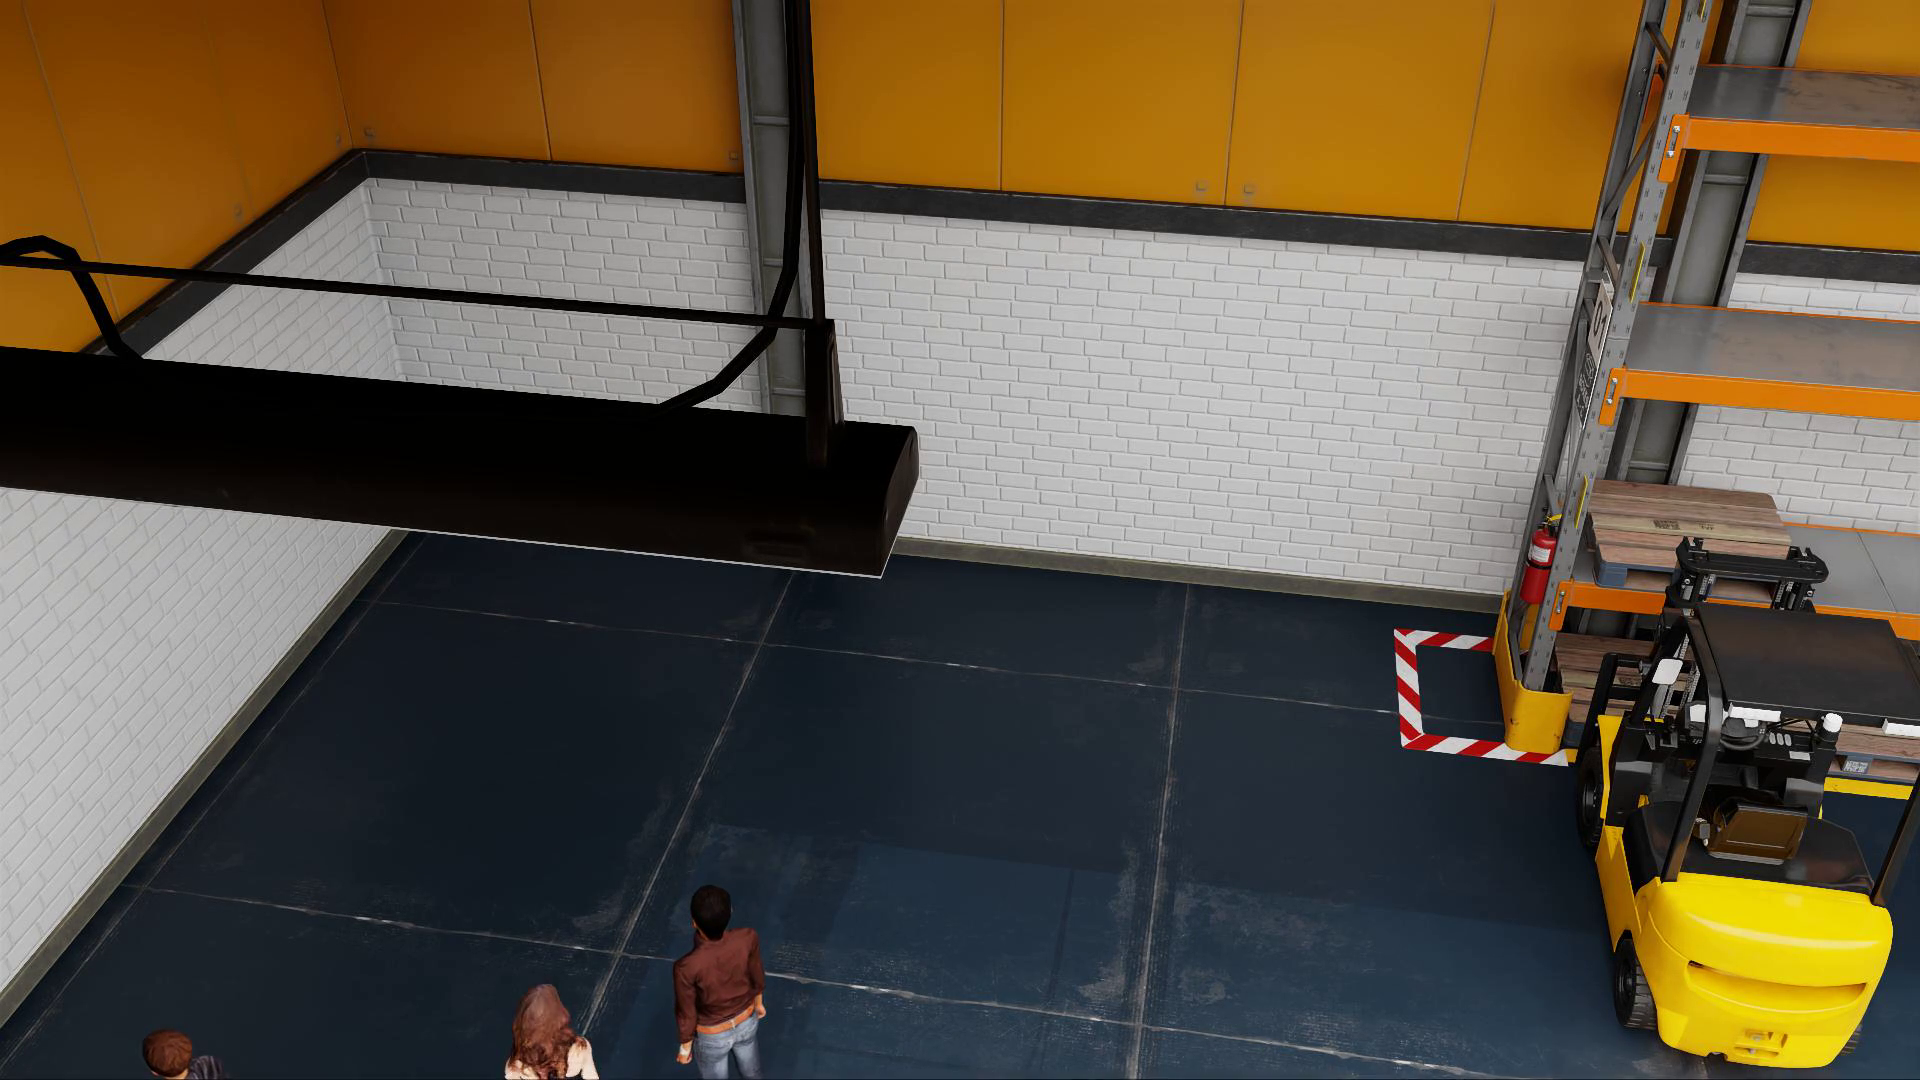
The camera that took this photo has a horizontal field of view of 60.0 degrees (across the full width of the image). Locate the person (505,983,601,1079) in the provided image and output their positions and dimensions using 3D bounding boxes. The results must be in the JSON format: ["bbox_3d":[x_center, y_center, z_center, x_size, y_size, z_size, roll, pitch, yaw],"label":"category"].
[{"bbox_3d":[-1.773,2.732,7.498,0.889,1.733,0.918,-16,37,-23],"label":"person"}]

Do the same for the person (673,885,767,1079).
[{"bbox_3d":[-1.131,2.352,8.027,0.710,1.779,0.745,-25,41,-32],"label":"person"}]

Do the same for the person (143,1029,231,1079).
[{"bbox_3d":[-3.496,2.776,7.690,0.605,1.447,0.595,16,37,23],"label":"person"}]
